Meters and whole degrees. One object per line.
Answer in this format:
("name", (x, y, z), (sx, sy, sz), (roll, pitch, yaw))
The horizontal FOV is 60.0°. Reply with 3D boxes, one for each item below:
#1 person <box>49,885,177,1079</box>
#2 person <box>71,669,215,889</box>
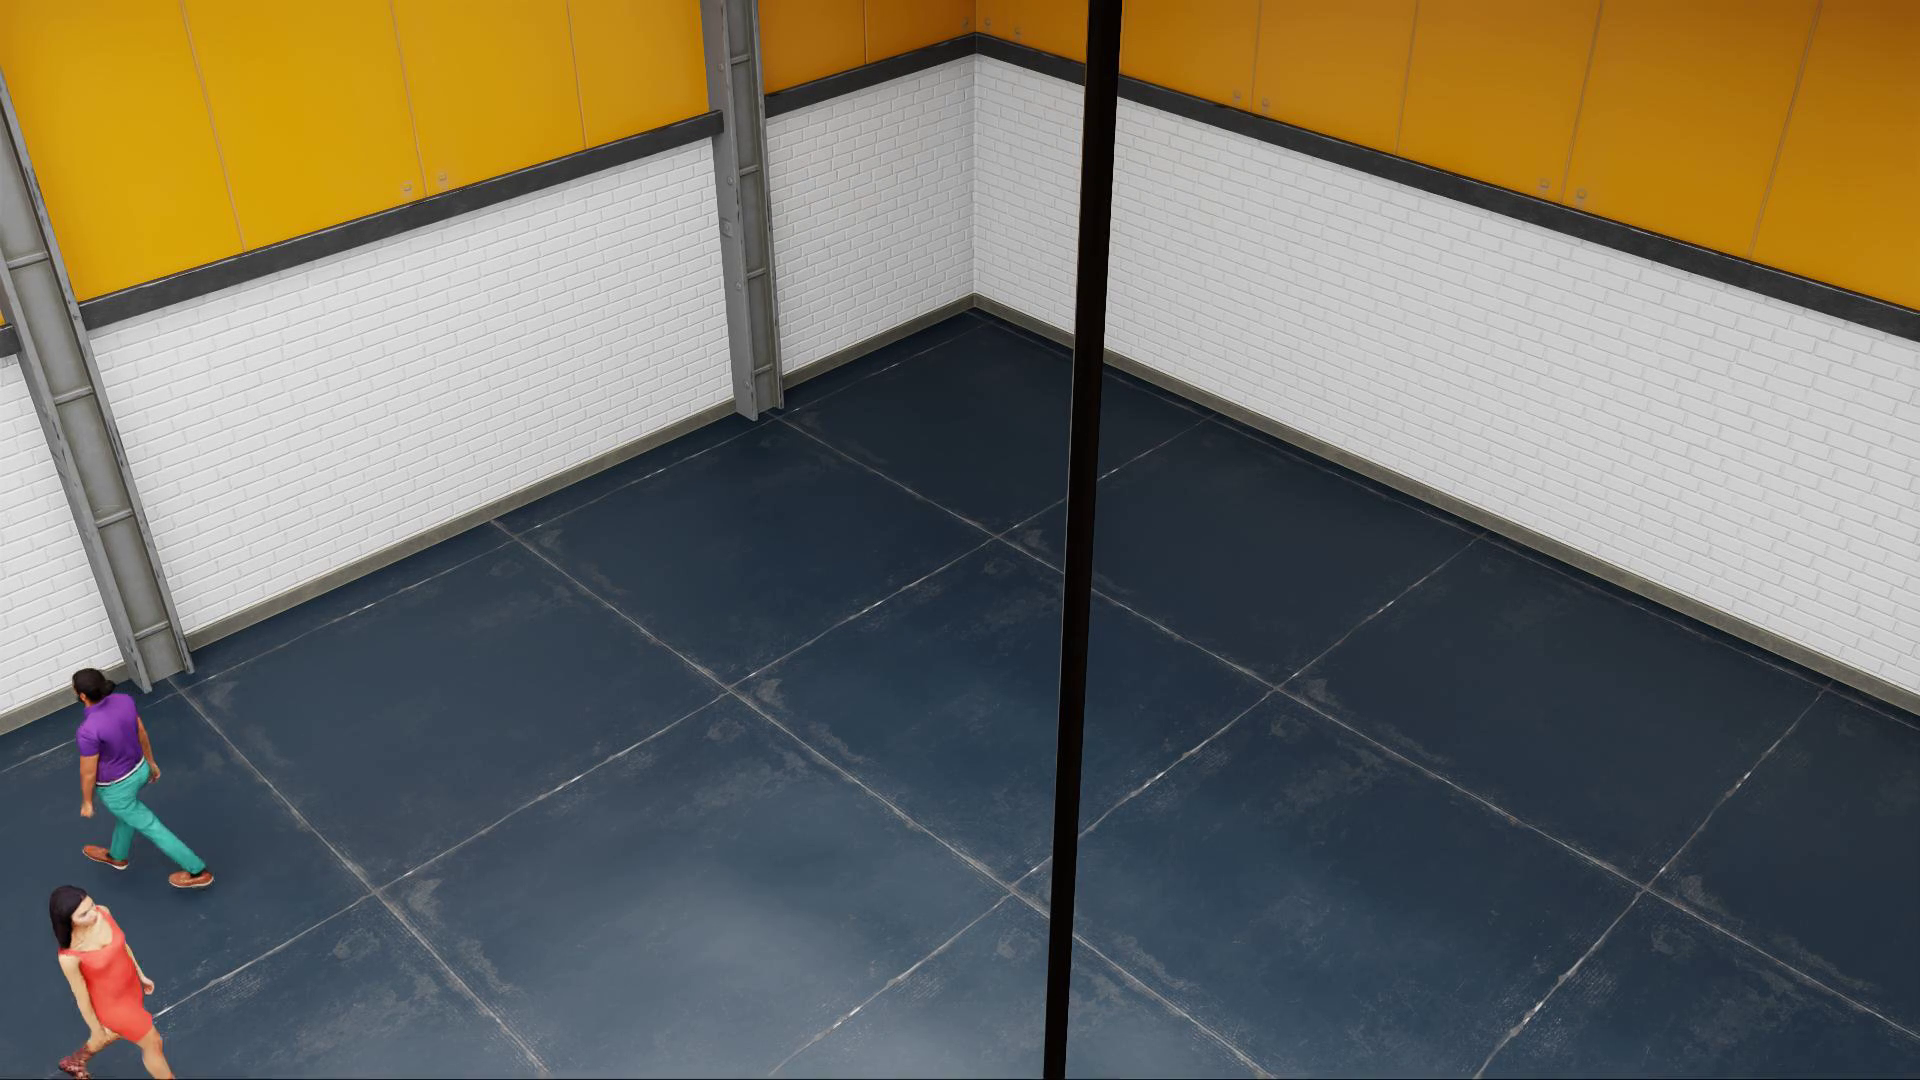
("person", (-4.760, 2.539, 9.213), (1.104, 1.687, 1.015), (-1, 34, -1))
("person", (-5.256, 1.578, 10.631), (1.176, 1.720, 1.191), (4, 34, 6))
